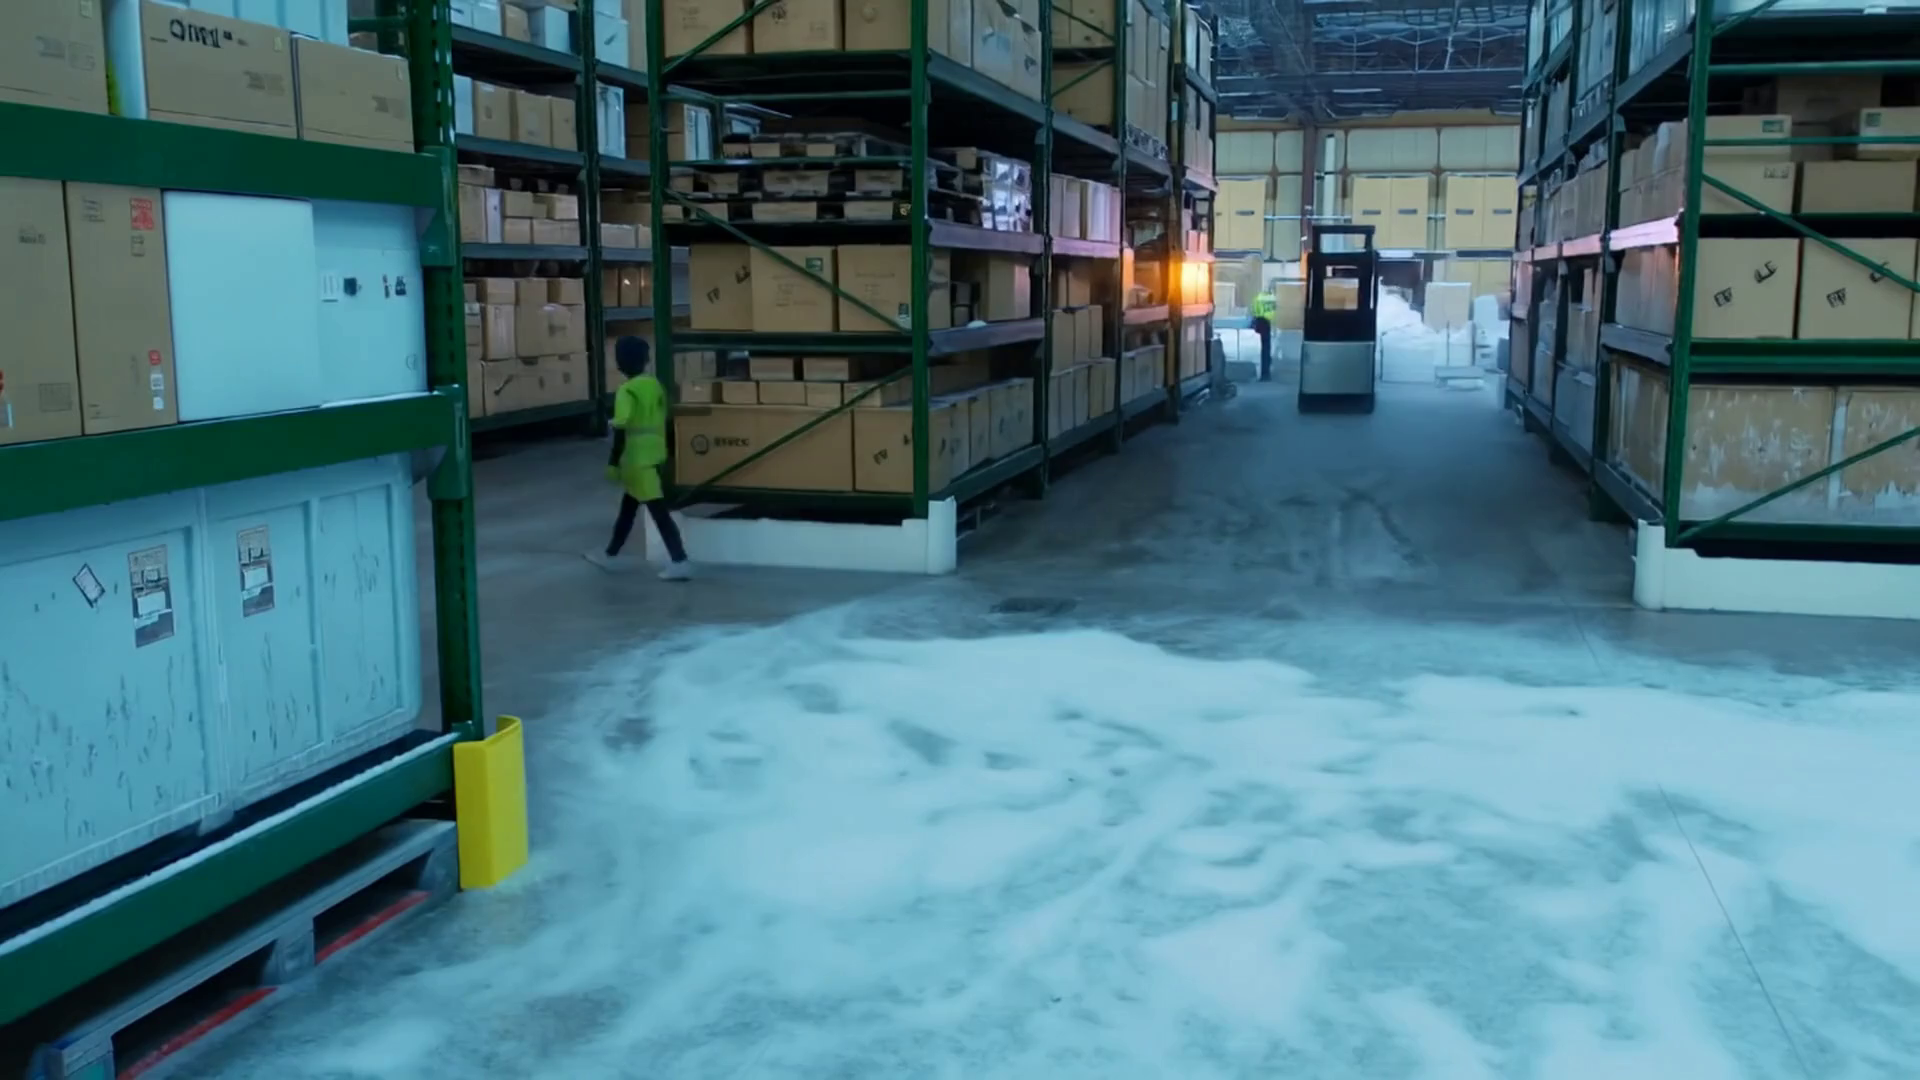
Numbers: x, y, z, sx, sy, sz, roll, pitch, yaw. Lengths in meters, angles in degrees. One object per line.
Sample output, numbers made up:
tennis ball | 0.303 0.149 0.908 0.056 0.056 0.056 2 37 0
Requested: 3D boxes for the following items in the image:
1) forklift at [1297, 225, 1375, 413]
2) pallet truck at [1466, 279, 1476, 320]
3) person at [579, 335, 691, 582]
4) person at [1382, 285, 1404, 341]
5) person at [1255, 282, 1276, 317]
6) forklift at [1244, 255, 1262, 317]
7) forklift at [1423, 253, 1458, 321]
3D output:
forklift | 5.777 -3.387 25.291 1.129 2.768 1.873 2 9 15
pallet truck | 18.896 -8.459 60.307 1.885 1.965 0.823 5 10 31
person | -2.184 -0.544 11.120 0.880 1.639 0.546 2 9 12
person | 9.013 -4.454 35.250 0.941 1.891 0.592 4 10 22
person | 7.902 -5.665 42.750 0.630 1.940 0.372 2 9 14
forklift | 10.125 -8.475 57.614 1.873 2.768 1.129 4 10 21
forklift | 15.202 -7.696 52.666 1.129 2.768 1.873 -2 9 -11
